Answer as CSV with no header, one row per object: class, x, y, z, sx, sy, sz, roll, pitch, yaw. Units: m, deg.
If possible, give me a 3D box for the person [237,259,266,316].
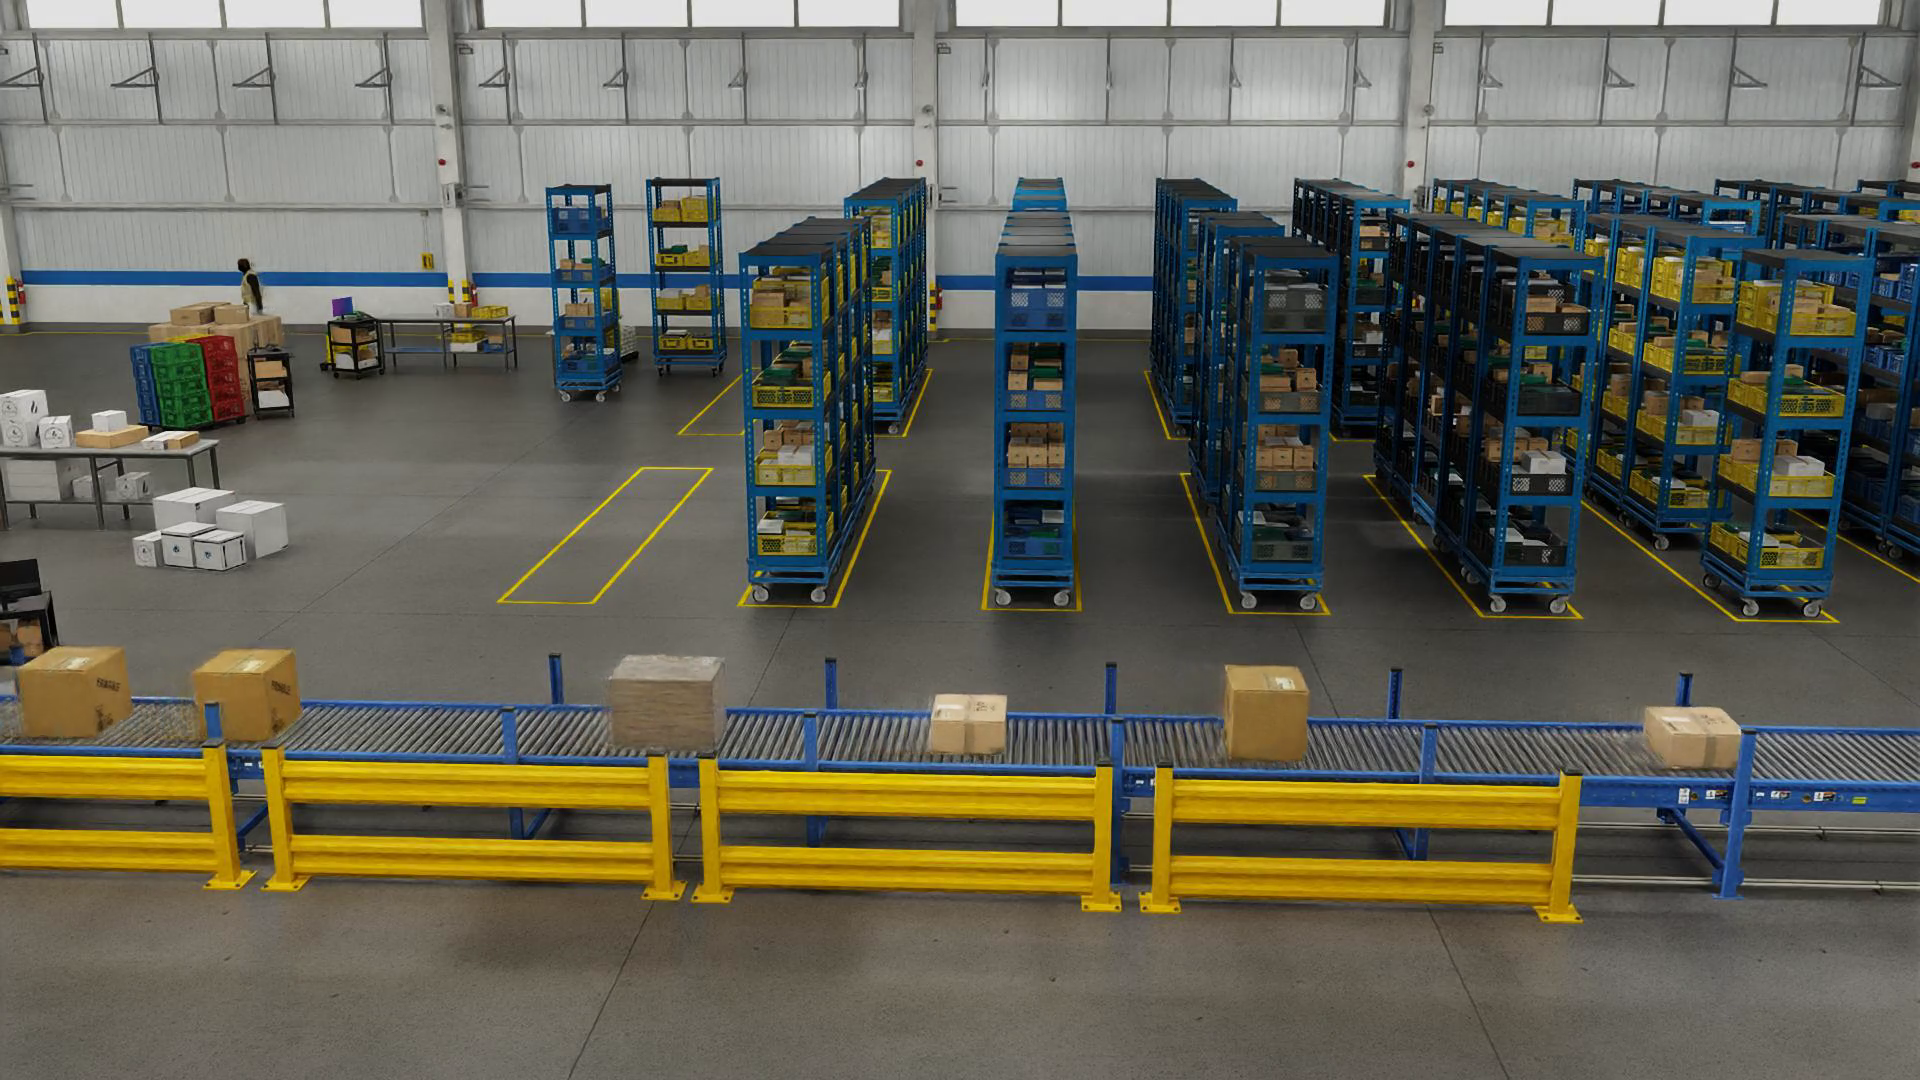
person,-14.663,-4.895,34.311,0.939,1.792,0.637,-8,17,-28
